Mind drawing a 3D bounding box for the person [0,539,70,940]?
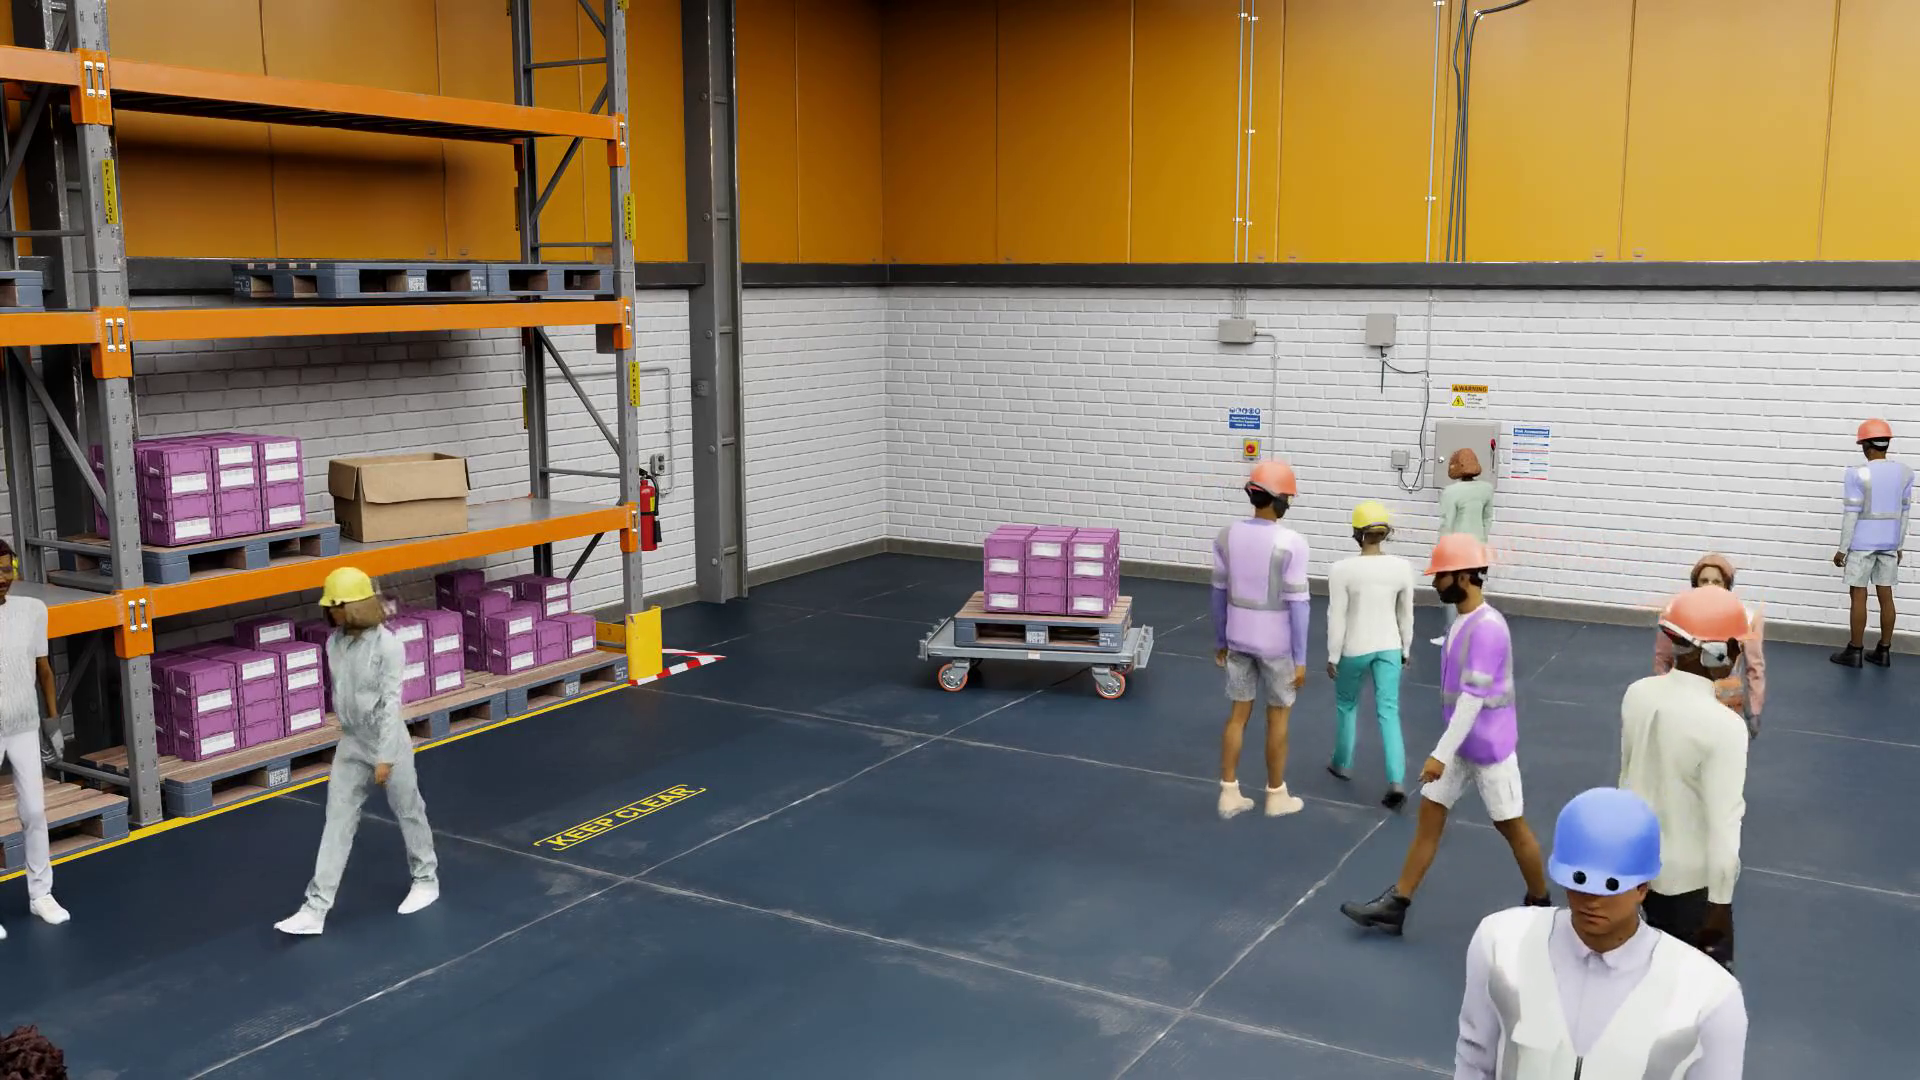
[{"bbox_3d":[-4.389,0.893,7.625,0.320,1.861,0.515,8,12,40],"label":"person"}]

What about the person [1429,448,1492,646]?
[{"bbox_3d":[4.082,0.088,13.452,0.513,1.653,0.431,-4,10,-25],"label":"person"}]

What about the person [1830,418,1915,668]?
[{"bbox_3d":[7.004,0.026,12.810,0.542,1.928,0.375,-1,9,-6],"label":"person"}]

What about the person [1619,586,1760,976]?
[{"bbox_3d":[2.442,1.132,5.775,0.675,1.978,0.622,-2,9,-12],"label":"person"}]

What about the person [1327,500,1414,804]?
[{"bbox_3d":[2.390,0.632,9.641,0.541,1.727,0.896,-1,9,-6],"label":"person"}]

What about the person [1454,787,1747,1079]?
[{"bbox_3d":[1.387,1.480,3.700,0.634,1.935,0.439,6,11,32],"label":"person"}]

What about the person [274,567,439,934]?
[{"bbox_3d":[-2.762,0.969,7.641,0.495,1.697,0.881,4,10,23],"label":"person"}]

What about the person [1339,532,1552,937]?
[{"bbox_3d":[2.284,0.903,7.519,1.014,1.870,0.540,0,9,-2],"label":"person"}]

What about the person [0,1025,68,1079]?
[{"bbox_3d":[-1.371,1.657,2.509,0.613,1.963,0.362,5,11,30],"label":"person"}]

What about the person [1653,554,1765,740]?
[{"bbox_3d":[3.889,0.853,8.665,0.526,1.601,0.837,4,10,23],"label":"person"}]

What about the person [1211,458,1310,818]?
[{"bbox_3d":[1.678,0.551,9.239,0.625,2.040,0.425,8,12,42],"label":"person"}]
